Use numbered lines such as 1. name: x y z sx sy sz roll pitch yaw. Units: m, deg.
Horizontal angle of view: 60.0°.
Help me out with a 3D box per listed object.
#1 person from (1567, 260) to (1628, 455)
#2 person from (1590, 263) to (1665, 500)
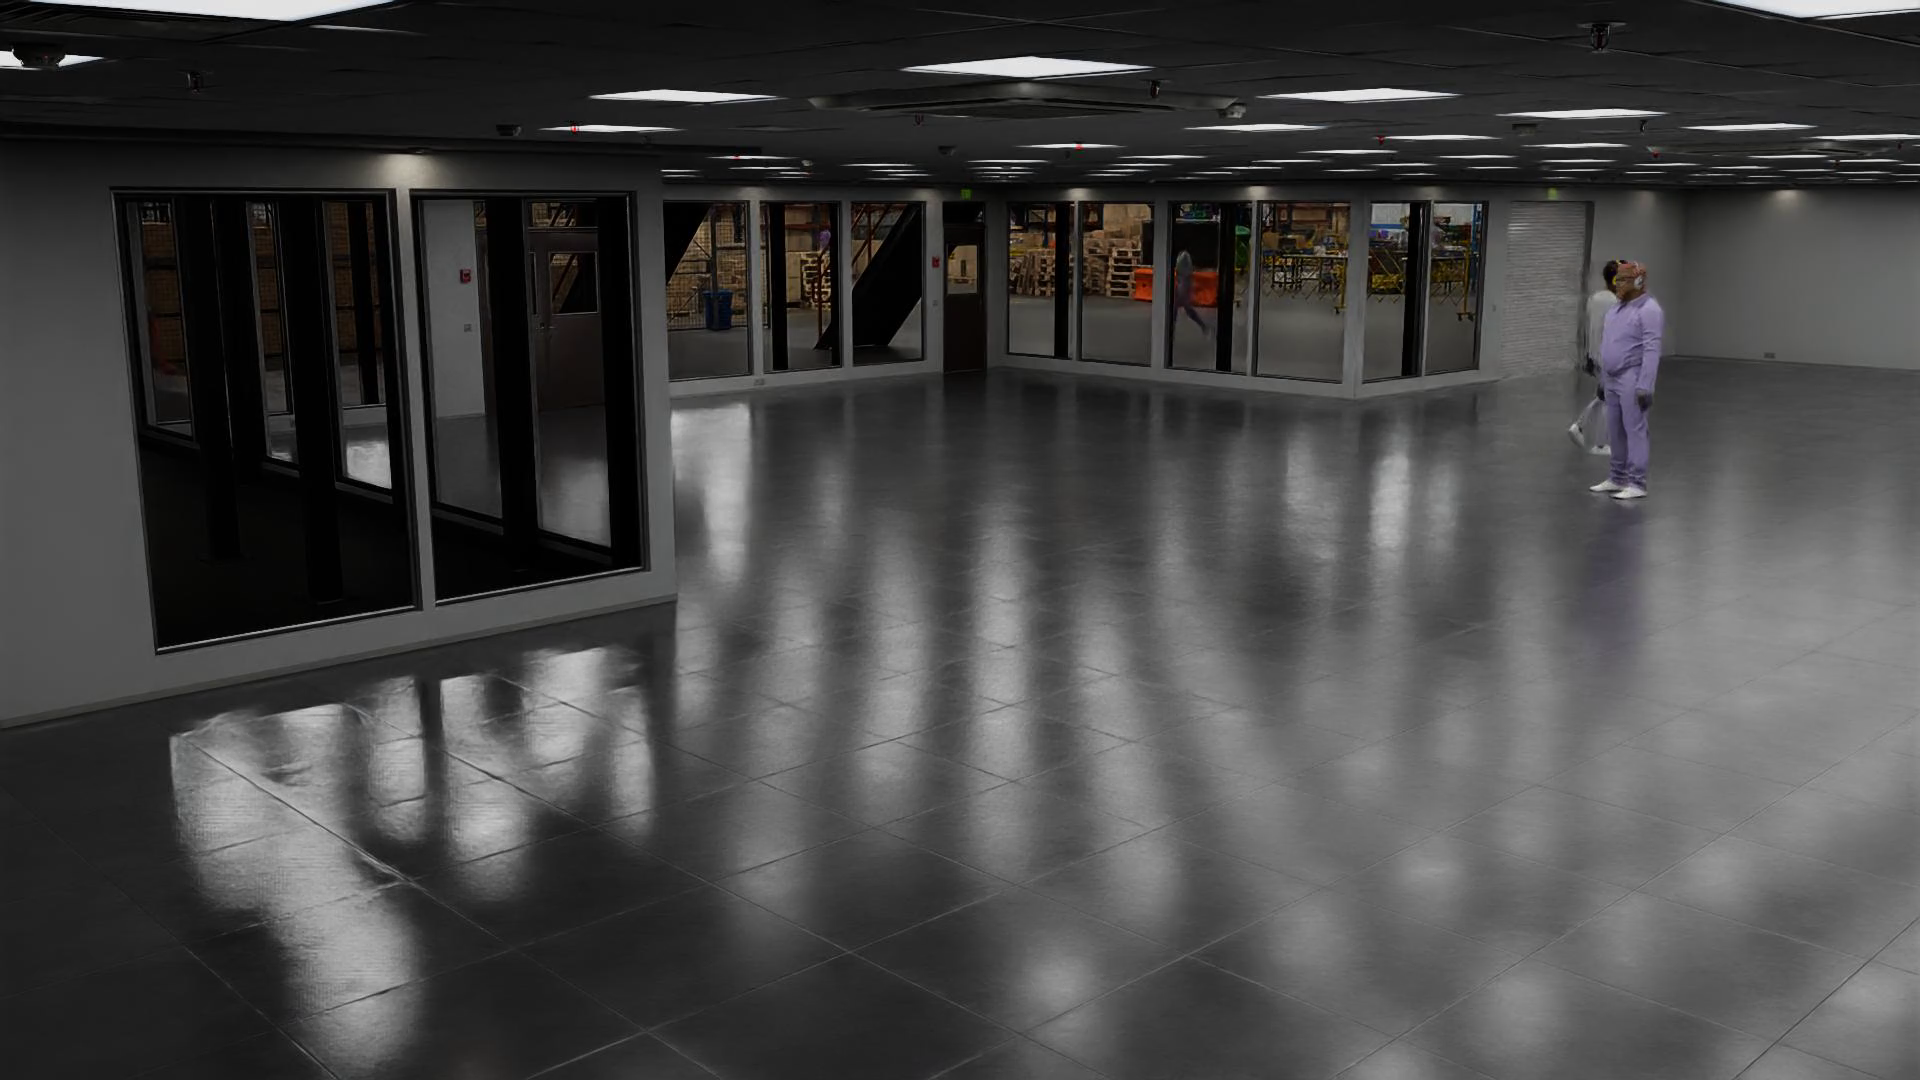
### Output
1. person: 6.081 -1.711 15.686 0.441 1.848 0.541 -2 11 -10
2. person: 5.366 -1.277 13.426 0.396 1.894 0.656 -2 11 -8
